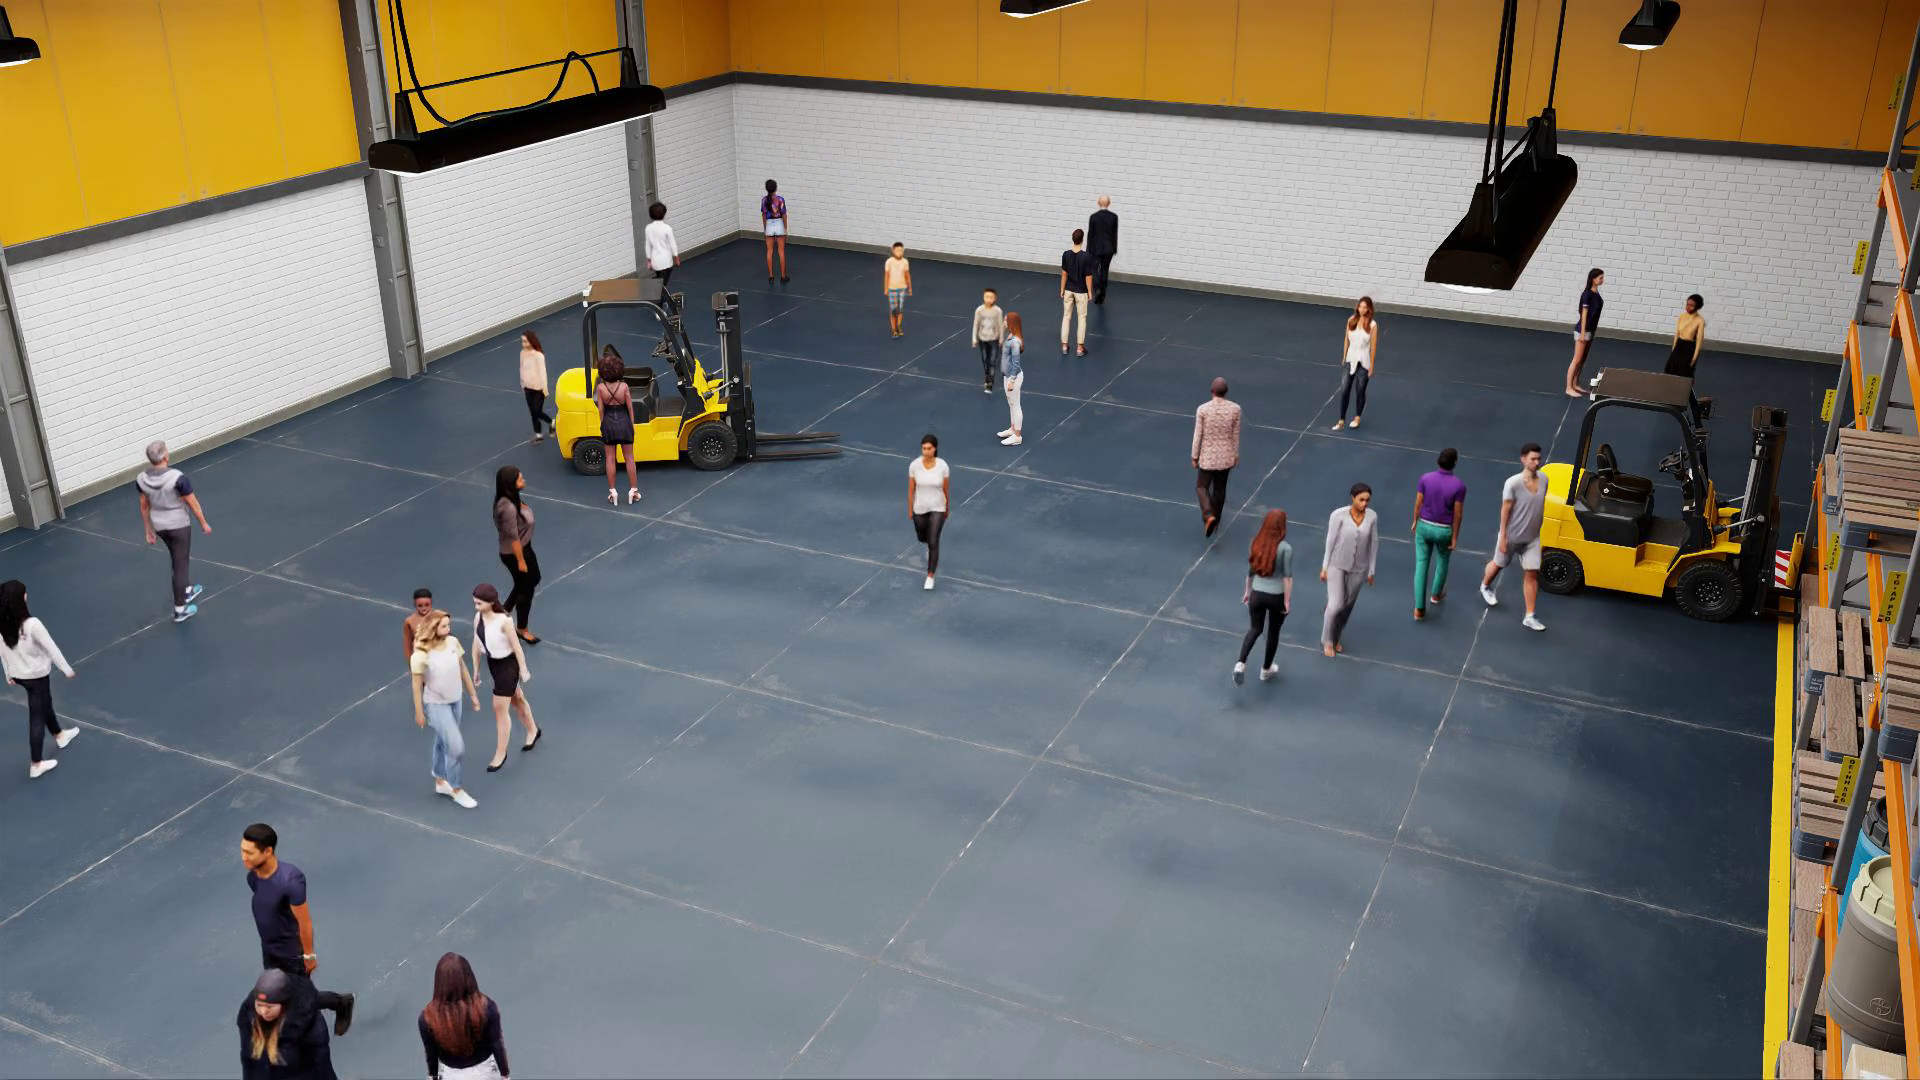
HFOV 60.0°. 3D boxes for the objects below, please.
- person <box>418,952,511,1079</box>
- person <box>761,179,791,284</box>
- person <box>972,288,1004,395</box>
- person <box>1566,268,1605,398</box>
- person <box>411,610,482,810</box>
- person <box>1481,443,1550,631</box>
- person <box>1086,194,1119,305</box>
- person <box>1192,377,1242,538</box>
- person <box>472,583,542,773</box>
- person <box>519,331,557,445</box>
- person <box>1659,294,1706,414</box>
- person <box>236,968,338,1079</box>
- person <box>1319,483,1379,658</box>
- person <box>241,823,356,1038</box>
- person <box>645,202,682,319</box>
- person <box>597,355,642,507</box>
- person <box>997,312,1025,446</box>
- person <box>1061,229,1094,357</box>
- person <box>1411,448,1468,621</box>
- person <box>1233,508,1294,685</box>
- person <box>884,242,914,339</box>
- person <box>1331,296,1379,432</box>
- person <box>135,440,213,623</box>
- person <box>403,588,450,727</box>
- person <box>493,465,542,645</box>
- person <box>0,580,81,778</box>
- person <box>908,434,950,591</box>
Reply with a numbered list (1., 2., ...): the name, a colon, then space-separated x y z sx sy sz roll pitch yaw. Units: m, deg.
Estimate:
1. person: -2.775 3.095 9.400 1.041 1.563 1.152 -6 24 -13
2. person: -3.153 -5.266 28.301 0.650 1.744 0.616 3 24 7
3. person: 0.404 -2.774 22.994 0.733 1.428 1.029 4 24 9
4. person: 8.557 -2.857 22.766 0.688 1.765 0.536 18 29 35
5. person: -4.202 1.310 13.307 0.664 1.705 0.669 10 26 22
6. person: 5.454 -0.090 16.382 1.215 1.808 1.319 -7 25 -15
7. person: 2.310 -4.668 26.879 0.924 1.788 1.019 -3 24 -6
8. person: 2.815 -0.881 18.216 0.974 1.787 1.096 -3 24 -6
9. person: -3.767 1.072 13.961 0.623 1.617 0.914 13 27 27
10. person: -5.328 -1.941 21.025 0.632 1.480 0.719 14 27 30
11. person: 9.644 -2.448 21.984 0.799 1.641 0.740 -16 28 -33
12. person: -3.719 3.053 9.415 0.827 1.629 1.170 6 24 14
13. person: 3.646 0.222 15.782 0.799 1.717 0.835 -2 24 -4
14. person: -4.156 2.513 10.465 0.678 1.777 0.825 13 27 28
15. person: -4.736 -4.380 26.252 0.719 1.763 1.140 7 25 16
16. person: -3.932 -1.262 19.085 0.646 1.790 0.682 -3 24 -7
17. person: 0.682 -2.055 21.007 0.750 1.703 0.642 -3 24 -7
18. person: 1.712 -3.647 24.464 0.631 1.851 0.541 11 26 24
19. person: 4.652 -0.032 16.339 0.668 1.735 0.962 9 25 19
20. person: 2.740 0.565 14.984 0.714 1.726 1.021 16 28 33
21. person: -0.975 -3.849 25.427 0.804 1.450 0.873 -7 24 -15
22. person: 5.183 -2.293 21.475 0.729 1.764 0.918 16 28 32
23. person: -7.776 -0.058 16.313 0.806 1.804 0.960 6 24 13
24. person: -4.657 0.993 14.598 0.629 1.251 0.673 -5 24 -11
25. person: -4.295 0.167 15.772 0.902 1.825 0.843 -7 25 -15
26. person: -7.698 1.167 13.674 0.690 1.673 0.935 8 25 19
27. person: -0.304 -0.346 17.205 0.780 1.617 1.084 3 24 8
